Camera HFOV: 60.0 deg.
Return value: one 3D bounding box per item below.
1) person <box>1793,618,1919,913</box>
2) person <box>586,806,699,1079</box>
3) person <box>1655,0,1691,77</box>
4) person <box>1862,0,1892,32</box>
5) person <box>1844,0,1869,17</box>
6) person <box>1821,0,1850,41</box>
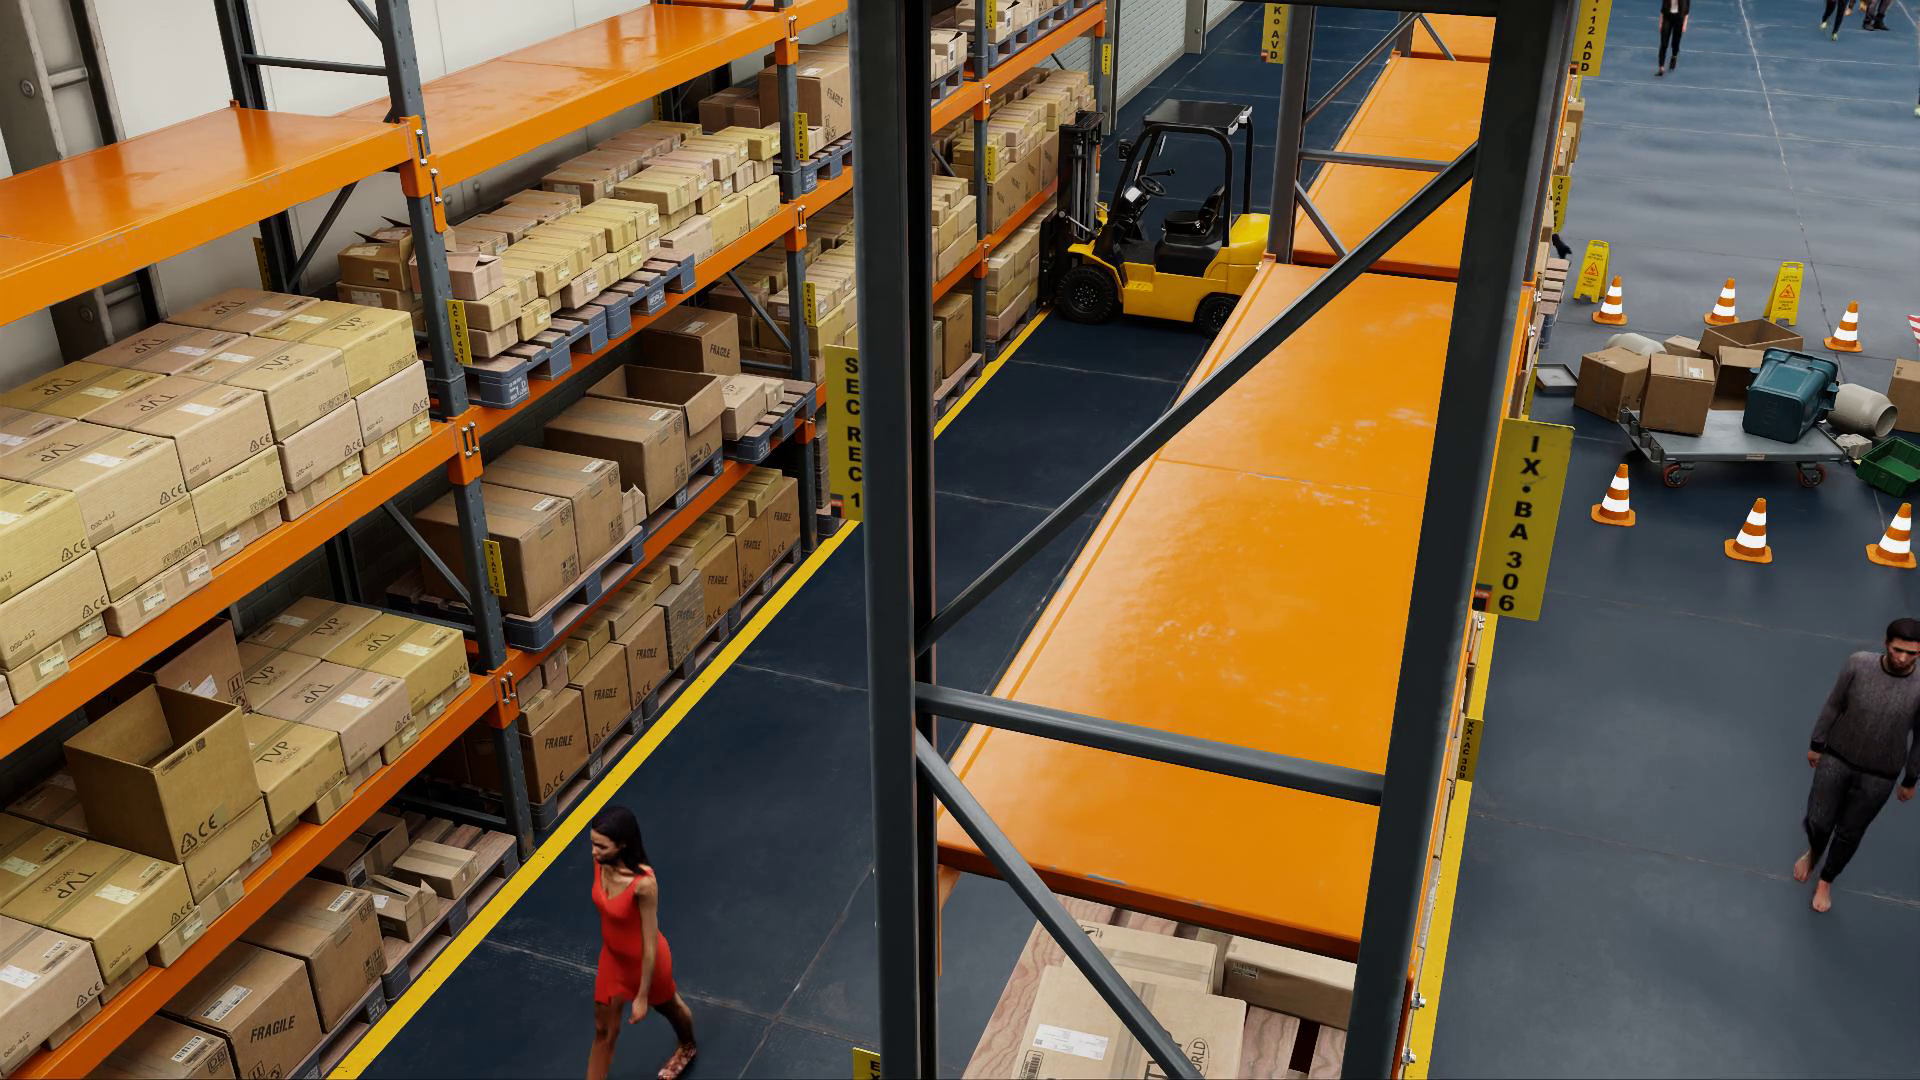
[{"bbox_3d":[4.912,1.161,9.037,0.768,1.833,0.746,18,33,31],"label":"person"},{"bbox_3d":[-1.446,1.930,7.764,0.796,1.673,1.146,18,33,30],"label":"person"},{"bbox_3d":[11.747,-8.503,27.333,0.758,1.693,1.054,17,33,29],"label":"person"},{"bbox_3d":[17.127,-10.387,30.731,0.797,1.823,0.812,-7,29,-13],"label":"person"},{"bbox_3d":[17.362,-10.976,31.958,1.074,1.710,1.013,-13,31,-23],"label":"person"},{"bbox_3d":[15.892,-9.869,30.063,0.589,1.537,0.902,7,29,12],"label":"person"}]
